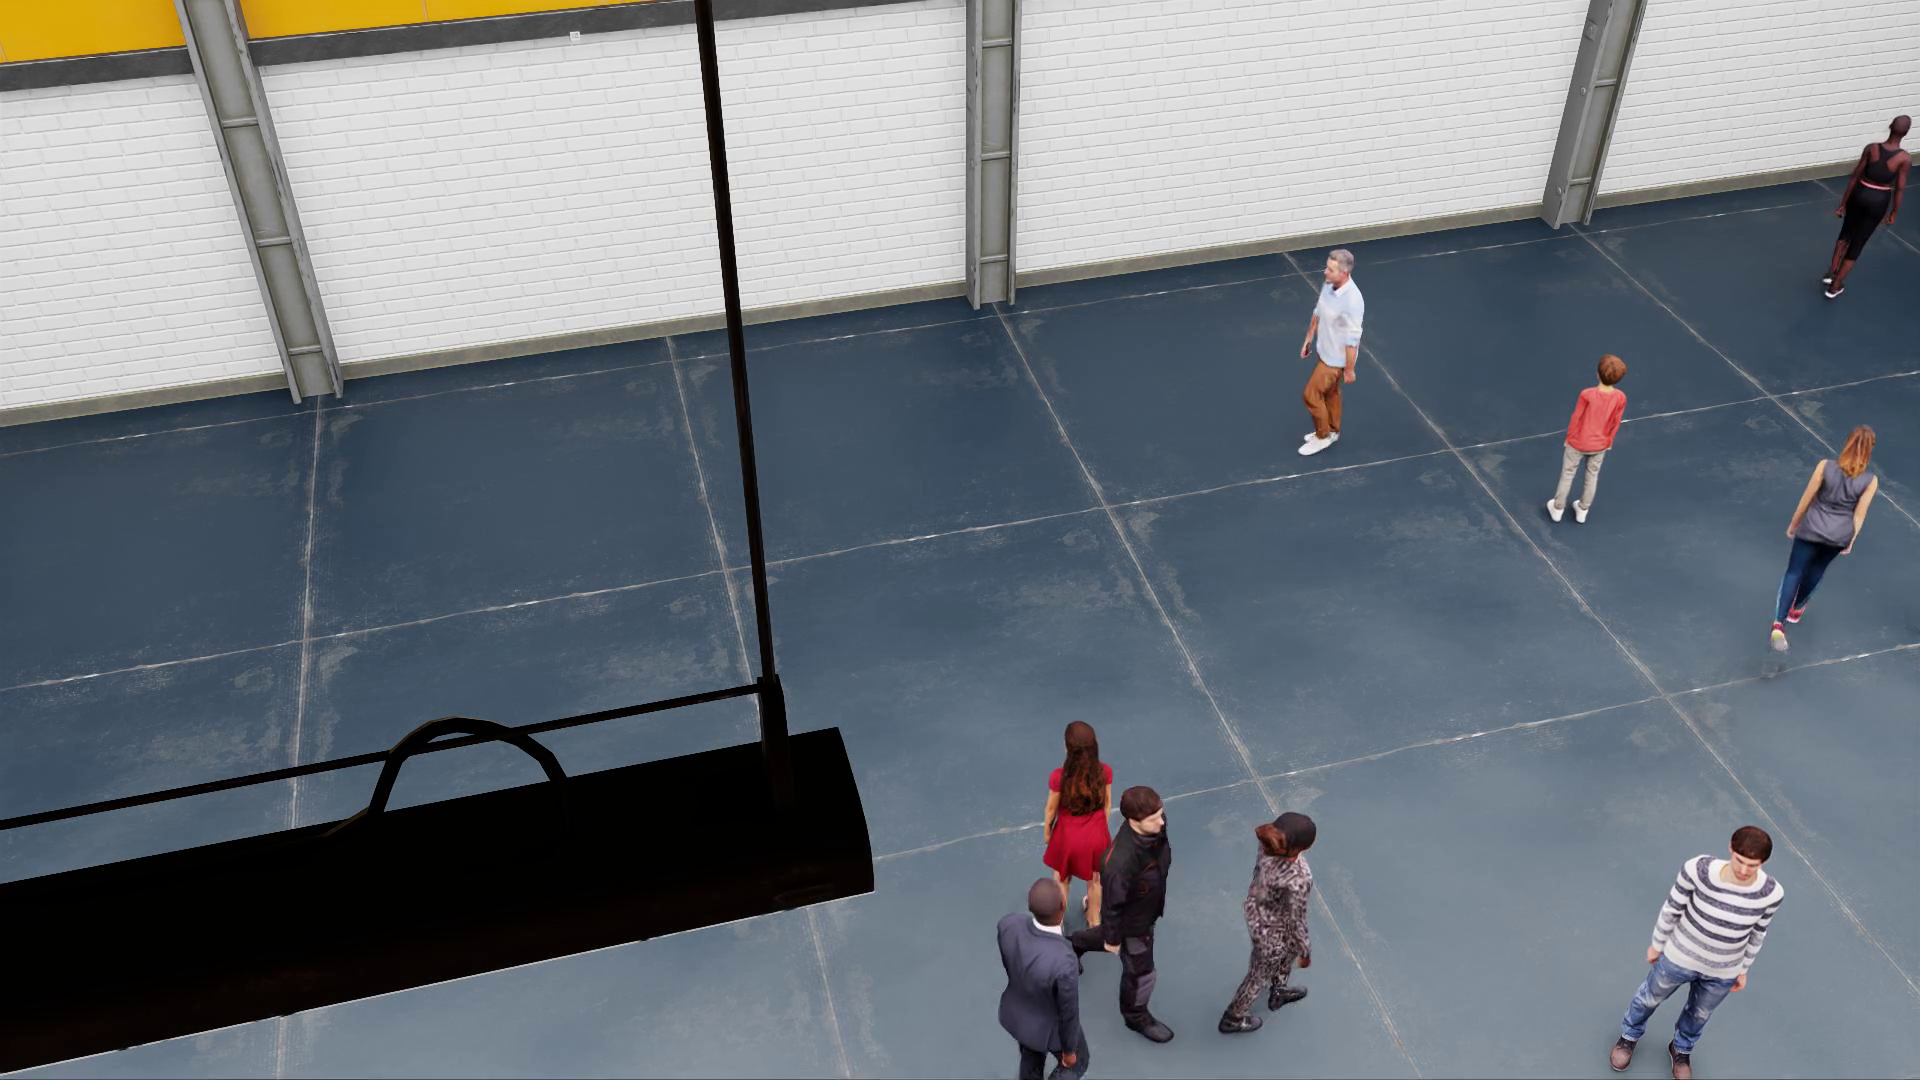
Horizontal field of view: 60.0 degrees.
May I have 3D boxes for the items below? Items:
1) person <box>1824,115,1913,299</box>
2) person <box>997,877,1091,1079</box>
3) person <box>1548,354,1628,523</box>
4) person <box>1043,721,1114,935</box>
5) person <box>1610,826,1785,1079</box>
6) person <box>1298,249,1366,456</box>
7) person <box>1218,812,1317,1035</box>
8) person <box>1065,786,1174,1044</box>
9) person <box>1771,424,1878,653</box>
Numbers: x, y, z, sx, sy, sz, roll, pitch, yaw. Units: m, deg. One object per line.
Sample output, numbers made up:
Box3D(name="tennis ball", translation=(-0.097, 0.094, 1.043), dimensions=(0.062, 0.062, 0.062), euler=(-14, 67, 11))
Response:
Box3D(name="person", translation=(8.152, -2.977, 15.018), dimensions=(0.750, 1.745, 0.790), euler=(29, 47, 32))
Box3D(name="person", translation=(0.342, 2.403, 8.238), dimensions=(0.803, 1.799, 0.817), euler=(-24, 44, -27))
Box3D(name="person", translation=(4.731, -0.748, 12.492), dimensions=(0.504, 1.414, 0.624), euler=(2, 39, 2))
Box3D(name="person", translation=(0.677, 1.642, 9.394), dimensions=(0.550, 1.546, 0.613), euler=(-7, 39, -8))
Box3D(name="person", translation=(3.816, 2.115, 8.555), dimensions=(0.677, 1.854, 0.782), euler=(13, 40, 16))
Box3D(name="person", translation=(3.034, -1.495, 13.115), dimensions=(0.689, 1.805, 0.720), euler=(-5, 39, -6))
Box3D(name="person", translation=(1.559, 2.051, 8.760), dimensions=(0.779, 1.698, 0.607), euler=(-8, 39, -10))
Box3D(name="person", translation=(0.841, 1.917, 8.829), dimensions=(1.163, 1.821, 1.075), euler=(17, 42, 20))
Box3D(name="person", translation=(5.845, 0.023, 11.300), dimensions=(1.052, 1.696, 1.098), euler=(20, 43, 23))
